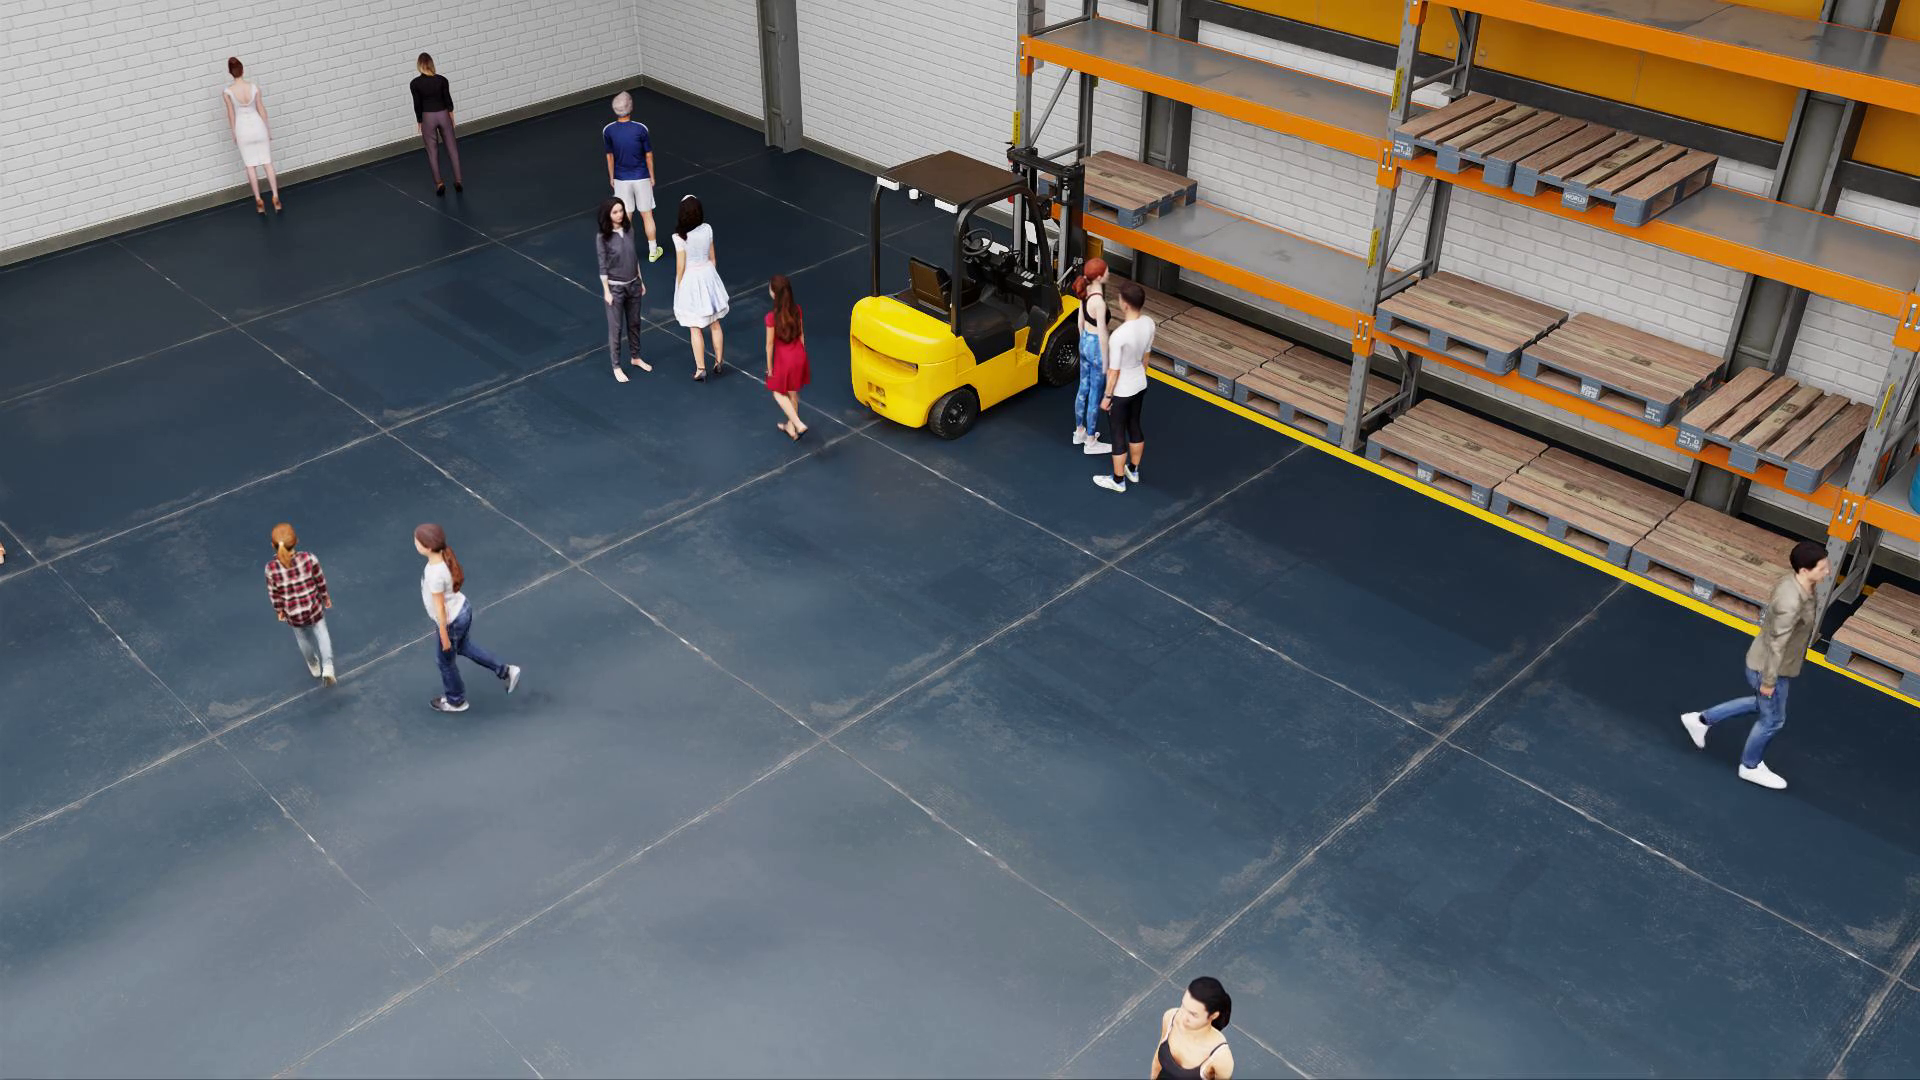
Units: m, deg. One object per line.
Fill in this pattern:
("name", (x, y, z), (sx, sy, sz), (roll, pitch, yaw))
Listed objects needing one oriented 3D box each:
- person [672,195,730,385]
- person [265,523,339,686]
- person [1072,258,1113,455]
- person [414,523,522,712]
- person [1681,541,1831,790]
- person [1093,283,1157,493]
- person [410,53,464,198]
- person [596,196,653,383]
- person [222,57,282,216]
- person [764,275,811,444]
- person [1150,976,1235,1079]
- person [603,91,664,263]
("person", (-2.397, -2.301, 15.297), (0.729, 1.818, 0.754), (-23, 40, -30))
("person", (-4.580, 0.481, 11.584), (0.668, 1.294, 0.831), (-16, 37, -22))
("person", (1.143, -1.580, 14.243), (0.715, 1.785, 0.631), (-14, 36, -20))
("person", (-3.391, 0.523, 11.289), (0.944, 1.551, 0.883), (0, 34, -1))
("person", (5.127, 0.770, 10.668), (1.051, 1.827, 0.858), (18, 37, 24))
("person", (1.382, -1.264, 13.704), (0.547, 1.855, 0.654), (28, 43, 36))
("person", (-6.028, -4.783, 19.164), (0.660, 1.672, 0.635), (-15, 36, -21))
("person", (-3.143, -2.355, 15.426), (0.516, 1.765, 0.599), (27, 42, 34))
("person", (-7.963, -4.543, 18.692), (0.614, 1.793, 0.586), (-15, 37, -22))
("person", (-1.452, -1.534, 14.398), (0.594, 1.537, 0.819), (-23, 40, -31))
("person", (1.081, 2.691, 7.867), (0.628, 1.729, 0.482), (-27, 42, -34))
("person", (-3.464, -3.826, 17.573), (0.720, 1.838, 0.762), (-3, 34, -4))
